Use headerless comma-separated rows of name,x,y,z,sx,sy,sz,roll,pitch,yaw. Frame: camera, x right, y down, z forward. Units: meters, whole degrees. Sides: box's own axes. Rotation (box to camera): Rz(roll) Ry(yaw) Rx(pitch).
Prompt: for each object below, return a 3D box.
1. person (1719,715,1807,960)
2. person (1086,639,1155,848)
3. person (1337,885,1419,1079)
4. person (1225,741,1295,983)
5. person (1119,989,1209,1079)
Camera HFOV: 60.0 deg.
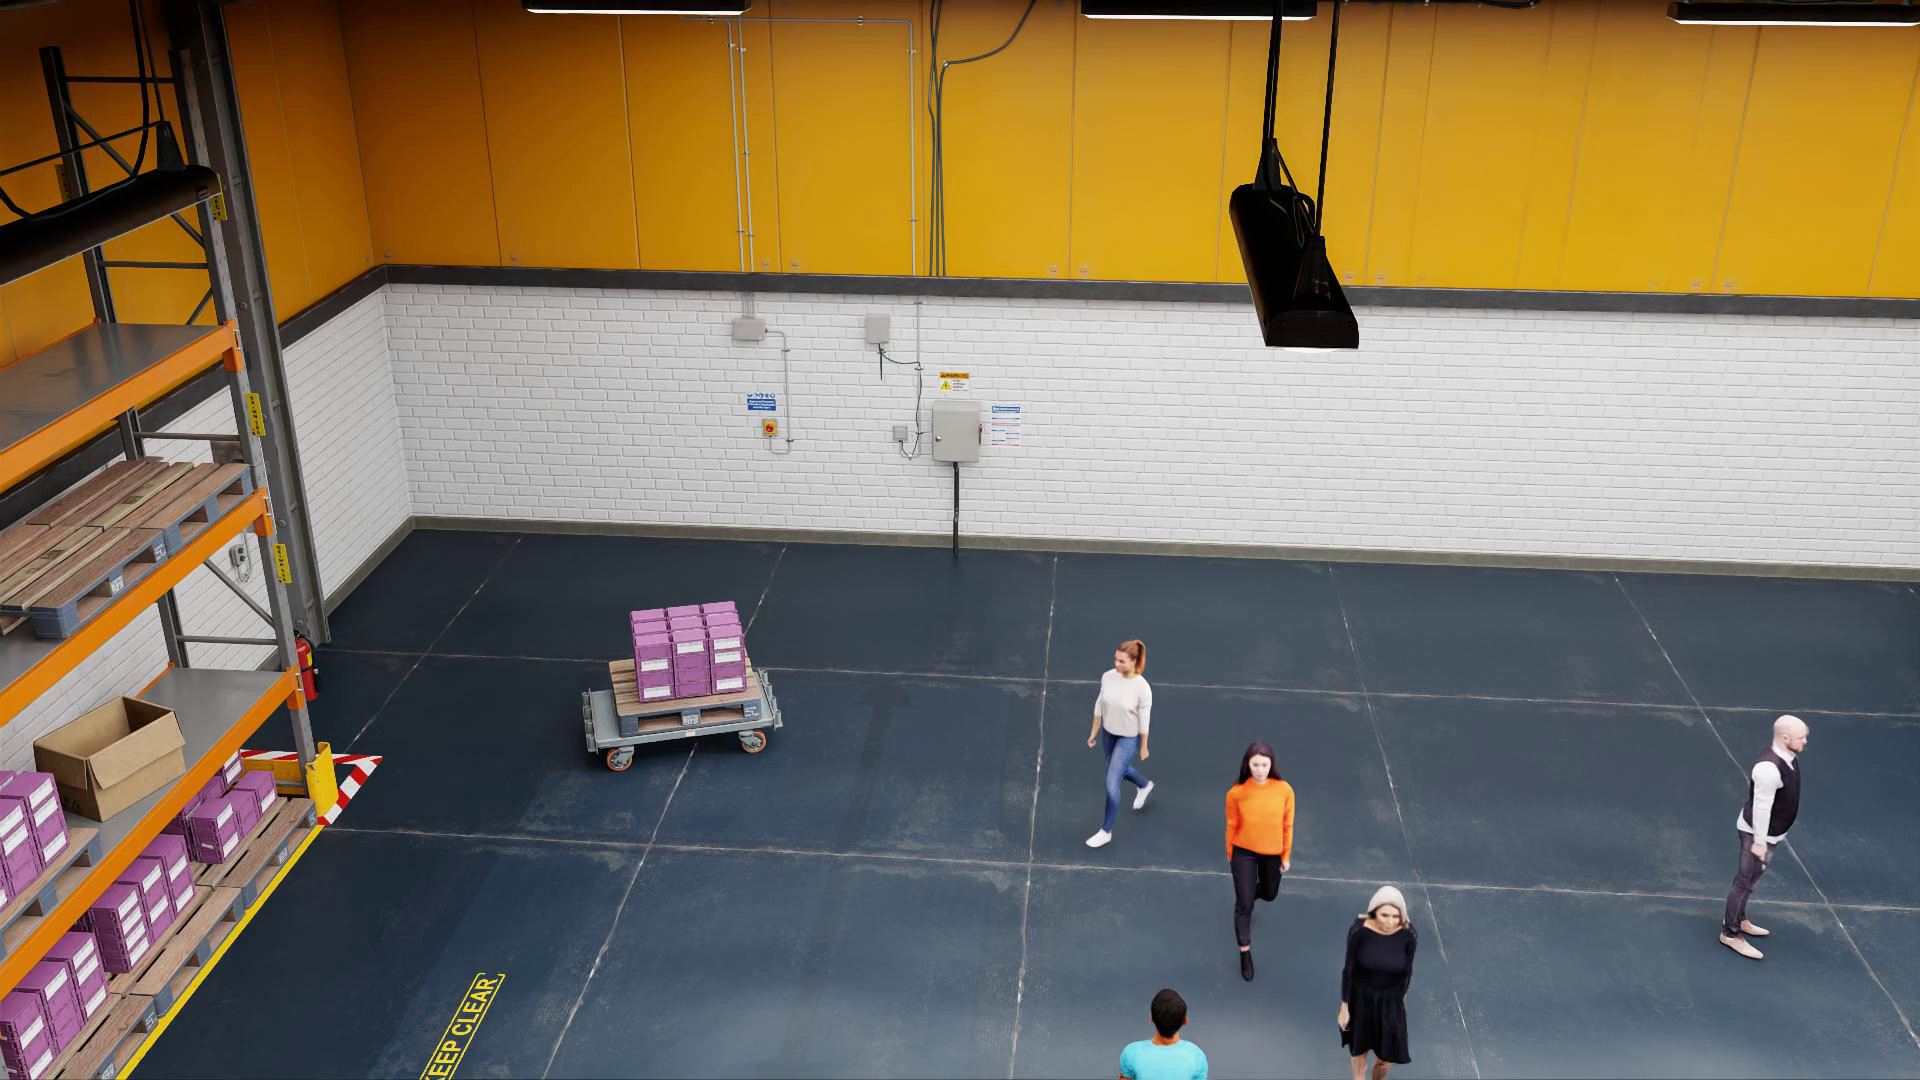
person,5.630,2.038,11.659,0.842,1.826,0.718,15,28,31
person,1.312,1.529,12.993,1.165,1.692,1.073,-20,30,-38
person,2.490,2.772,10.095,0.609,1.734,0.678,4,24,8
person,2.059,2.144,11.538,0.692,1.729,1.047,0,24,0
person,1.089,3.245,8.980,0.653,1.761,0.628,-1,24,-2
